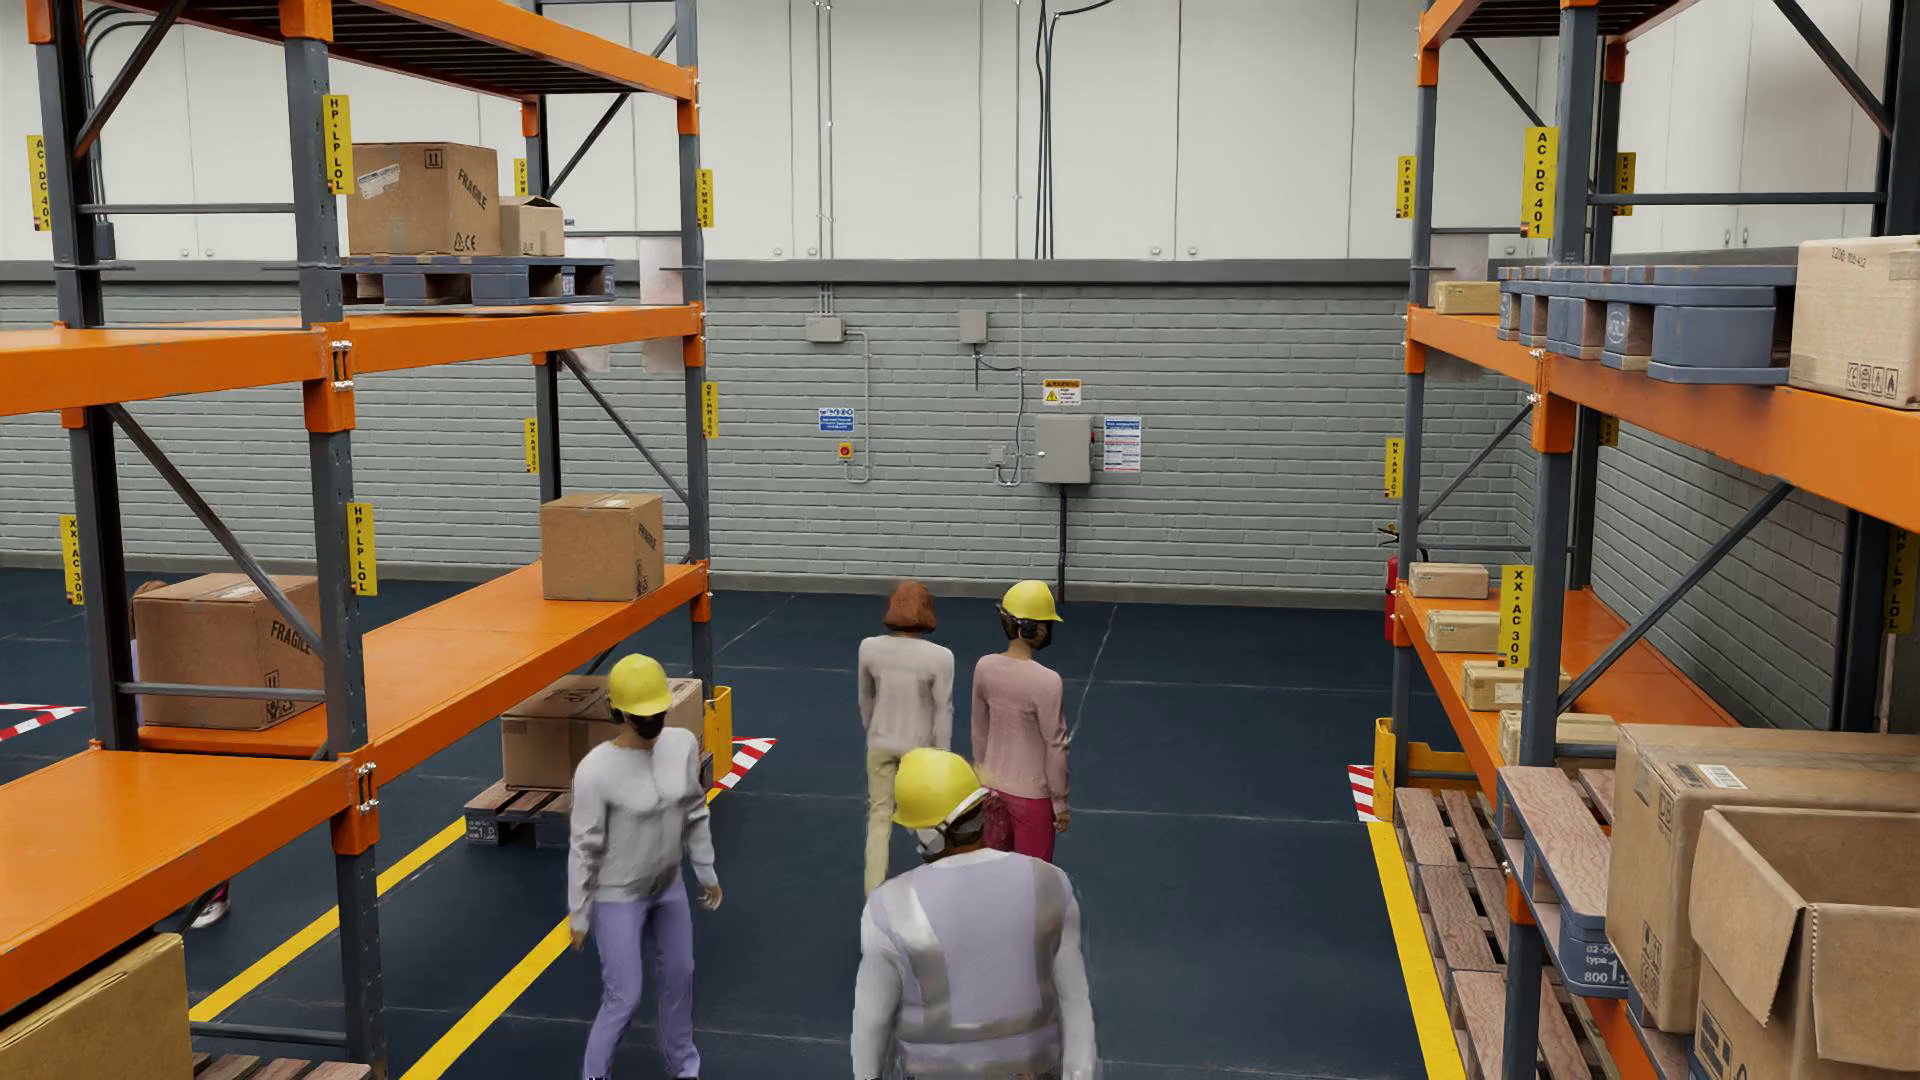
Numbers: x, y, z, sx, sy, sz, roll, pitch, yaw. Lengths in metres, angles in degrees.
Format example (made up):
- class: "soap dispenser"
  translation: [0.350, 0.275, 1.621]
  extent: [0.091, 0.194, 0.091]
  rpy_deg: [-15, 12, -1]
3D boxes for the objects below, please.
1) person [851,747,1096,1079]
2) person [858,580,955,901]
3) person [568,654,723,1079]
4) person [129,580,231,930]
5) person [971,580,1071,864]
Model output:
- class: "person"
  translation: [0.035, 1.441, 4.375]
  extent: [0.611, 1.787, 0.577]
  rpy_deg: [-3, 10, -19]
- class: "person"
  translation: [-0.241, 0.976, 7.859]
  extent: [0.516, 1.591, 0.859]
  rpy_deg: [3, 10, 17]
- class: "person"
  translation: [-1.096, 1.231, 5.825]
  extent: [0.380, 1.743, 0.582]
  rpy_deg: [7, 11, 36]
- class: "person"
  translation: [-3.640, 0.987, 7.690]
  extent: [0.505, 1.626, 0.289]
  rpy_deg: [2, 9, 14]
- class: "person"
  translation: [0.264, 1.042, 6.931]
  extent: [0.329, 1.763, 0.523]
  rpy_deg: [-8, 12, -40]
